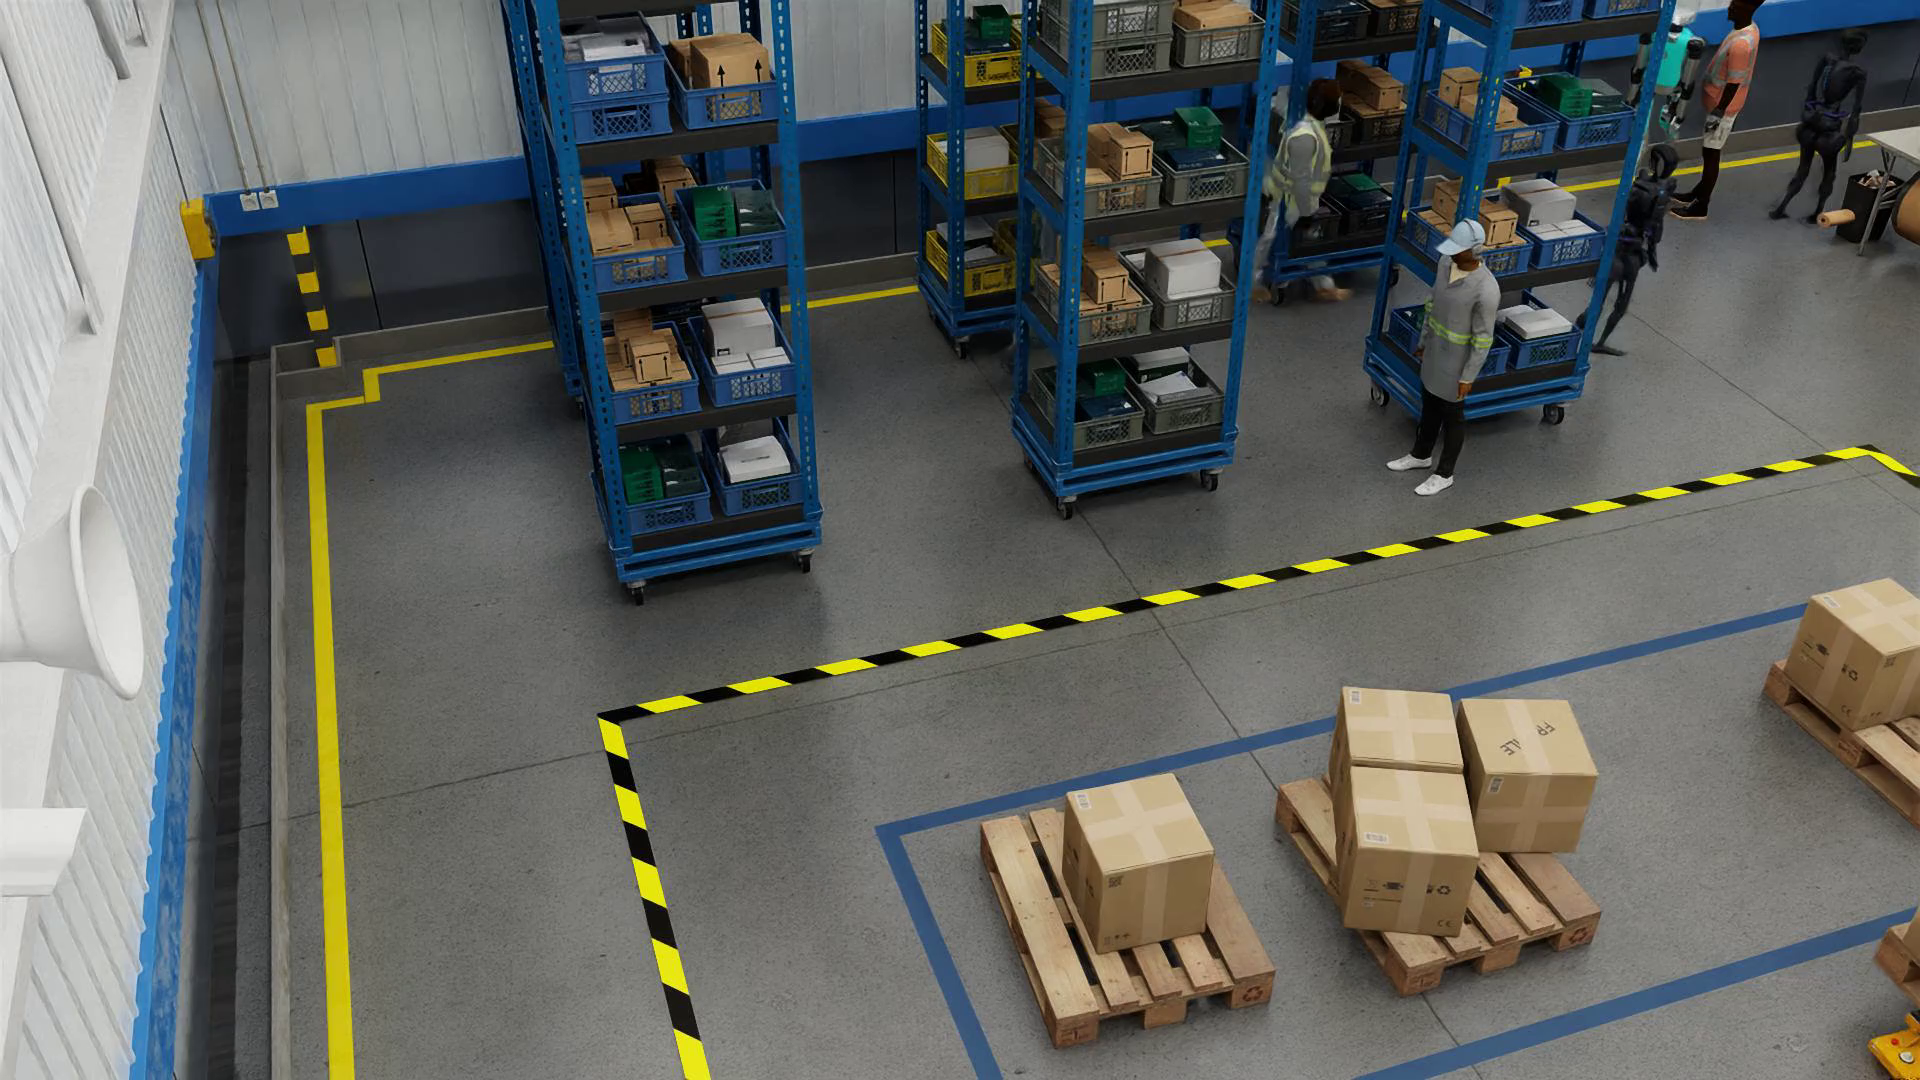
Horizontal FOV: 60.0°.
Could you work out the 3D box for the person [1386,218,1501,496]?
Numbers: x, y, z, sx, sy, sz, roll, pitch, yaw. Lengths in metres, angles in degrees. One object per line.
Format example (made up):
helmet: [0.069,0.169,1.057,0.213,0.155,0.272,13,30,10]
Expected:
person: [3.004,-1.135,10.295,0.391,1.848,0.586,-11,37,-15]

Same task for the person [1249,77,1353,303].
person: [2.592,-2.558,12.354,0.910,1.794,0.636,12,37,16]

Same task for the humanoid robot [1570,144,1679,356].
humanoid robot: [4.664,-2.037,11.728,0.617,1.644,0.474,-20,40,-25]

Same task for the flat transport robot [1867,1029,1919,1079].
flat transport robot: [4.649,2.165,6.961,1.431,0.197,0.652,-9,36,-13]

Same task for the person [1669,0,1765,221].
person: [6.263,-3.607,13.697,0.366,1.965,0.607,14,38,19]

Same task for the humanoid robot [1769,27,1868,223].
humanoid robot: [7.136,-3.395,13.666,0.536,1.660,0.589,-12,37,-16]

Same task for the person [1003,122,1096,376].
person: [0.691,-1.927,11.358,0.726,1.916,0.635,-21,40,-27]

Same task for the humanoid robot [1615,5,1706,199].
humanoid robot: [5.944,-3.676,13.985,0.559,1.743,0.849,28,44,34]
